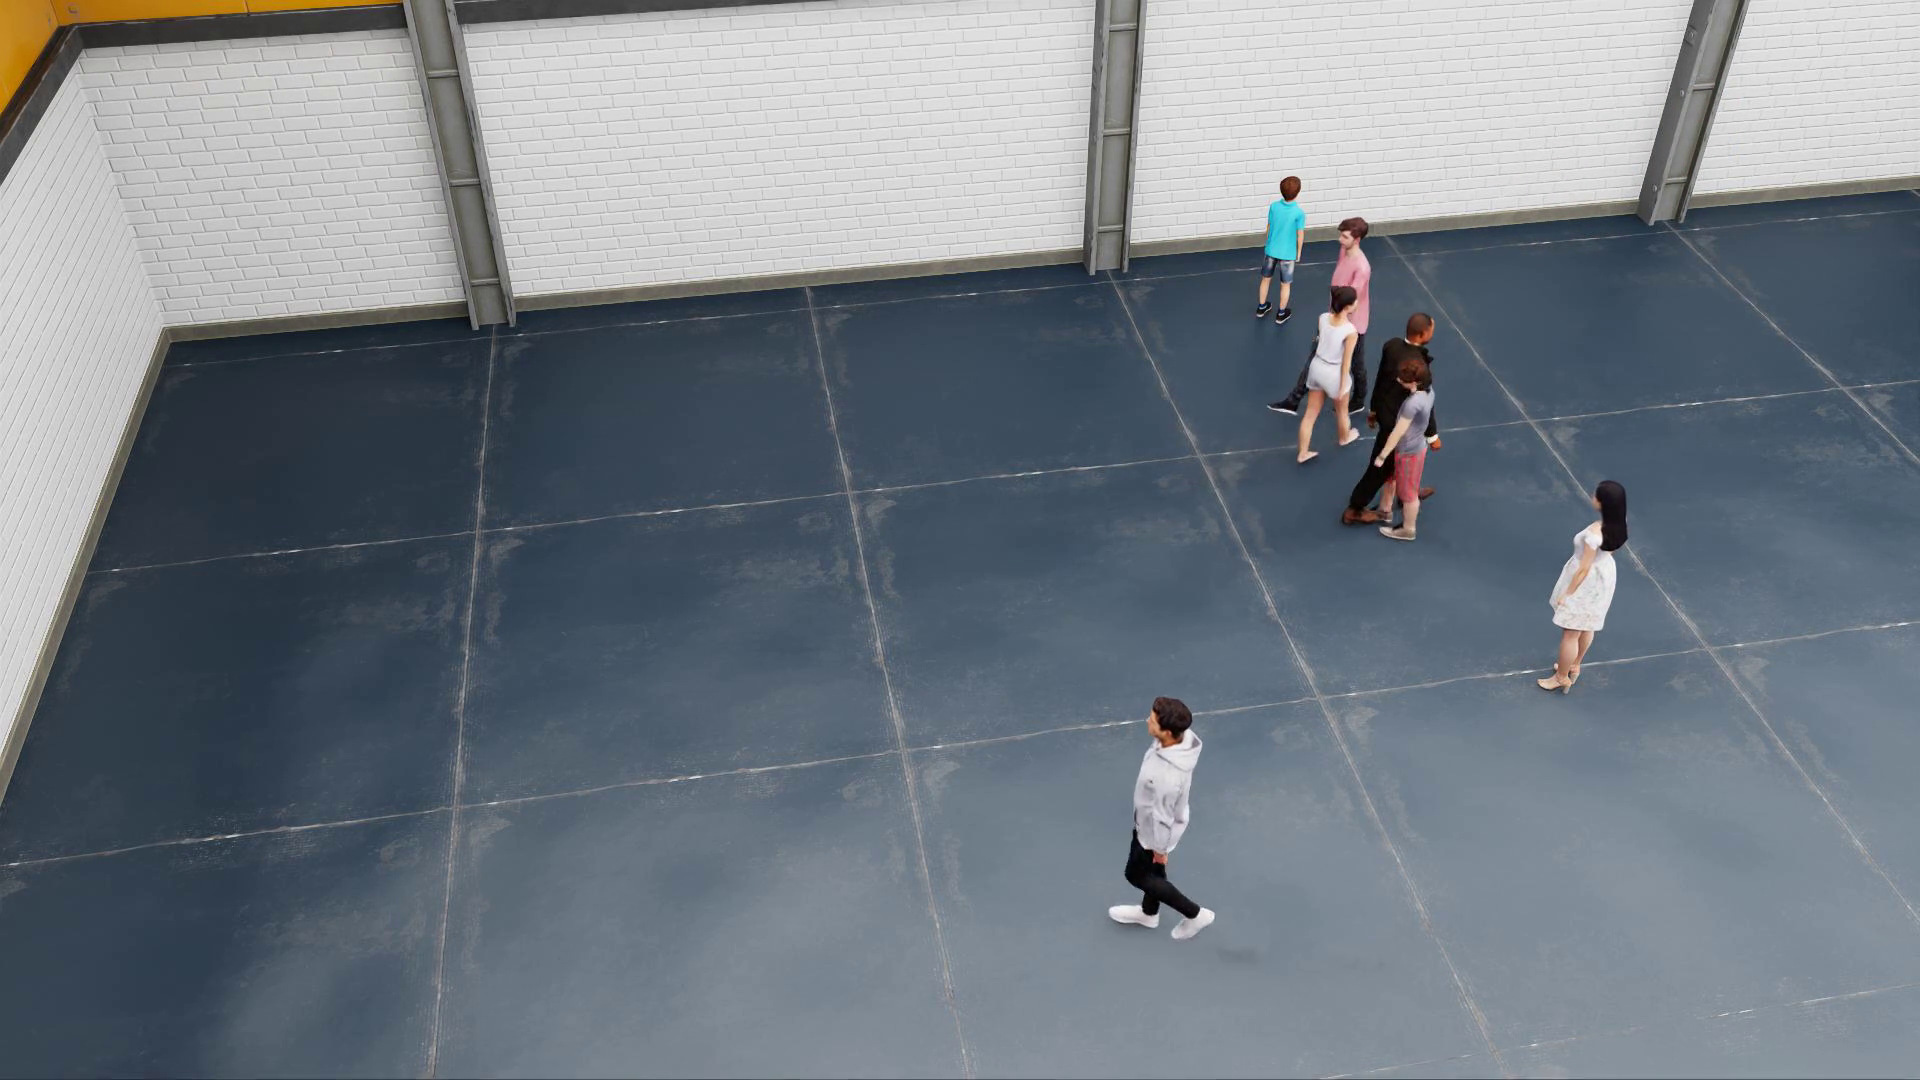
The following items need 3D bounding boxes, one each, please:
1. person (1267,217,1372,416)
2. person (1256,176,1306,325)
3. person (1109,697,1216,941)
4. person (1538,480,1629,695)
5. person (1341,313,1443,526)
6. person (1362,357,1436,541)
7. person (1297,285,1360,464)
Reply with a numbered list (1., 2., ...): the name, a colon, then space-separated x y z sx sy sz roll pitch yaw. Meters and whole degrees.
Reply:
1. person: 3.357 -1.840 14.019 1.167 1.918 0.746 -13 40 -16
2. person: 2.990 -2.719 15.496 0.582 1.448 0.653 20 43 23
3. person: 1.248 1.645 9.659 0.999 1.915 0.878 8 39 10
4. person: 4.295 0.329 11.418 0.740 1.776 0.827 -29 47 -31
5. person: 3.309 -0.887 12.859 1.088 1.877 0.721 -8 39 -10
6. person: 3.525 -0.664 12.779 0.844 1.629 0.761 13 41 16
7. person: 2.965 -1.328 13.630 0.998 1.605 0.853 -29 47 -31
